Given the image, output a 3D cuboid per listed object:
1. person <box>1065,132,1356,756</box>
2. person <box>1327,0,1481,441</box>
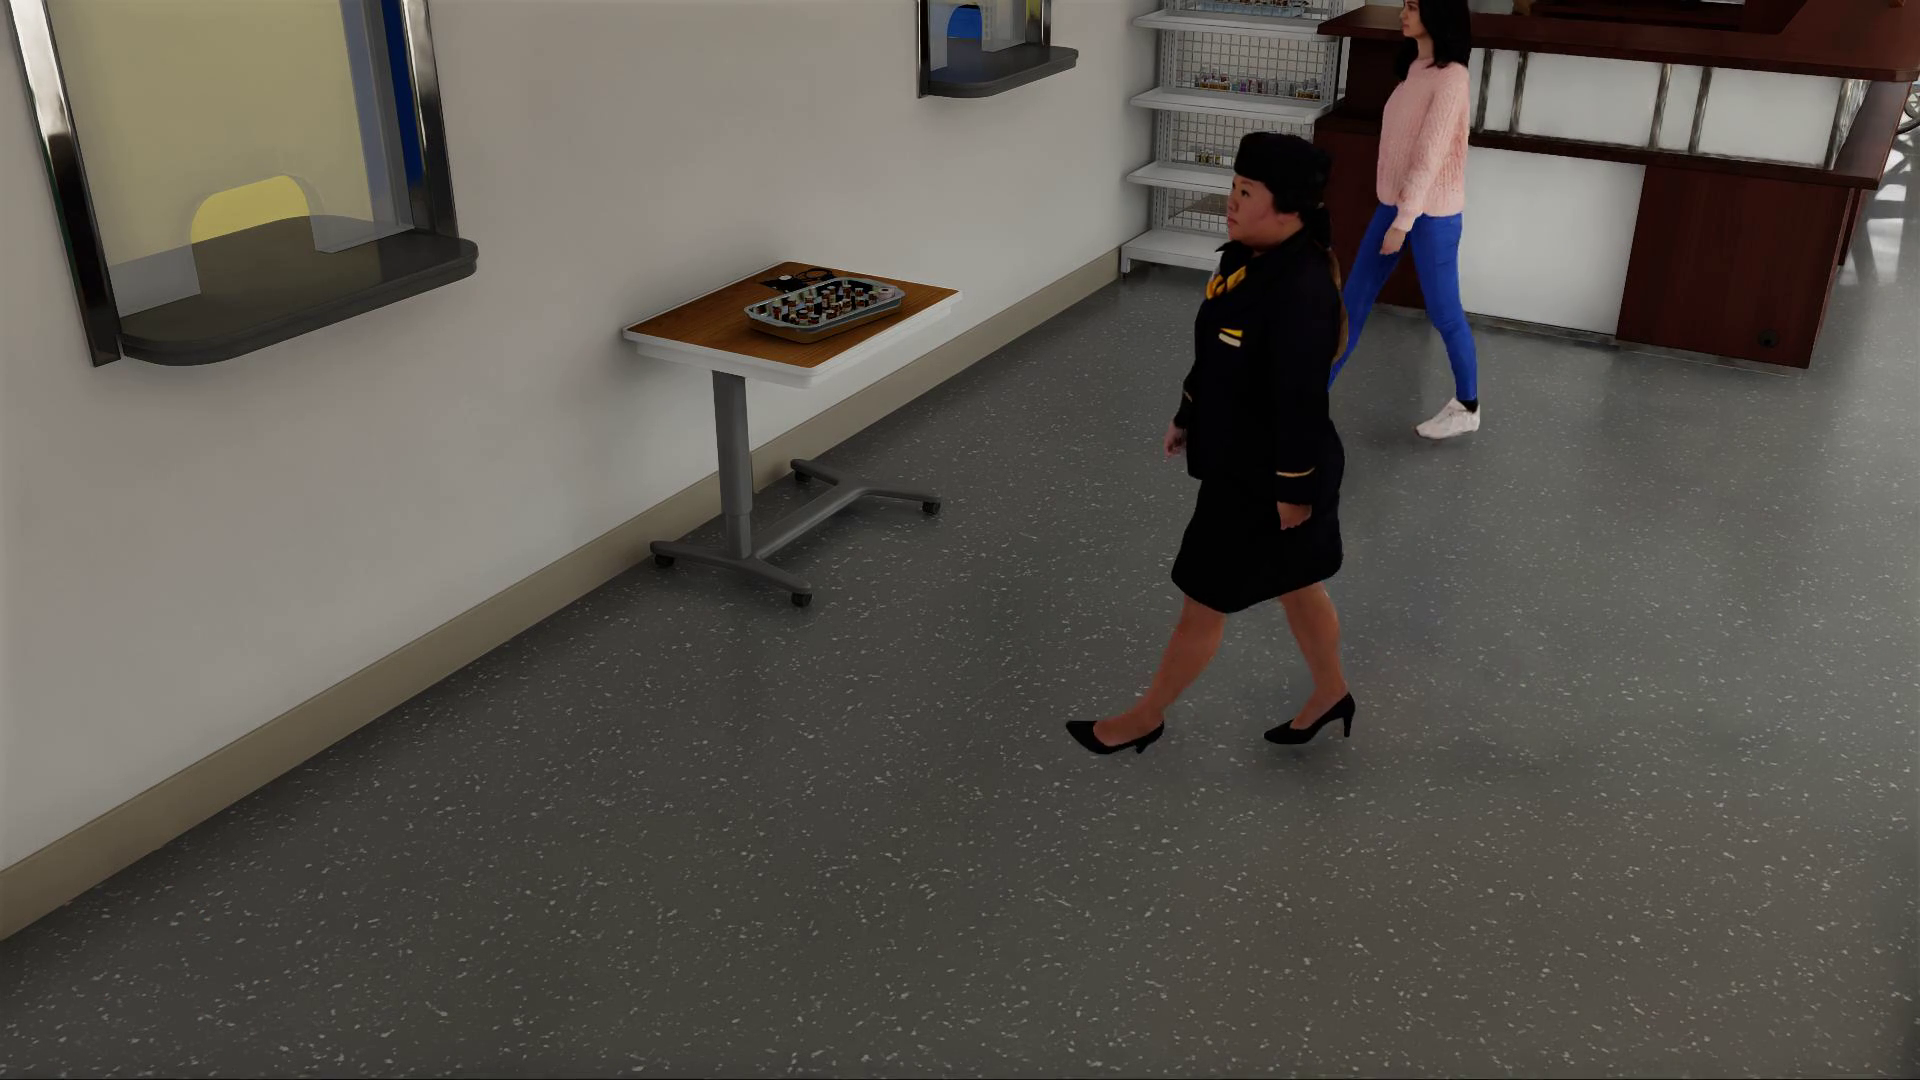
[{"bbox_3d":[0.845,-0.161,4.168,1.155,1.636,1.006,0,26,-1],"label":"person"},{"bbox_3d":[1.766,-1.143,6.113,1.215,1.716,1.079,-3,26,-7],"label":"person"}]
